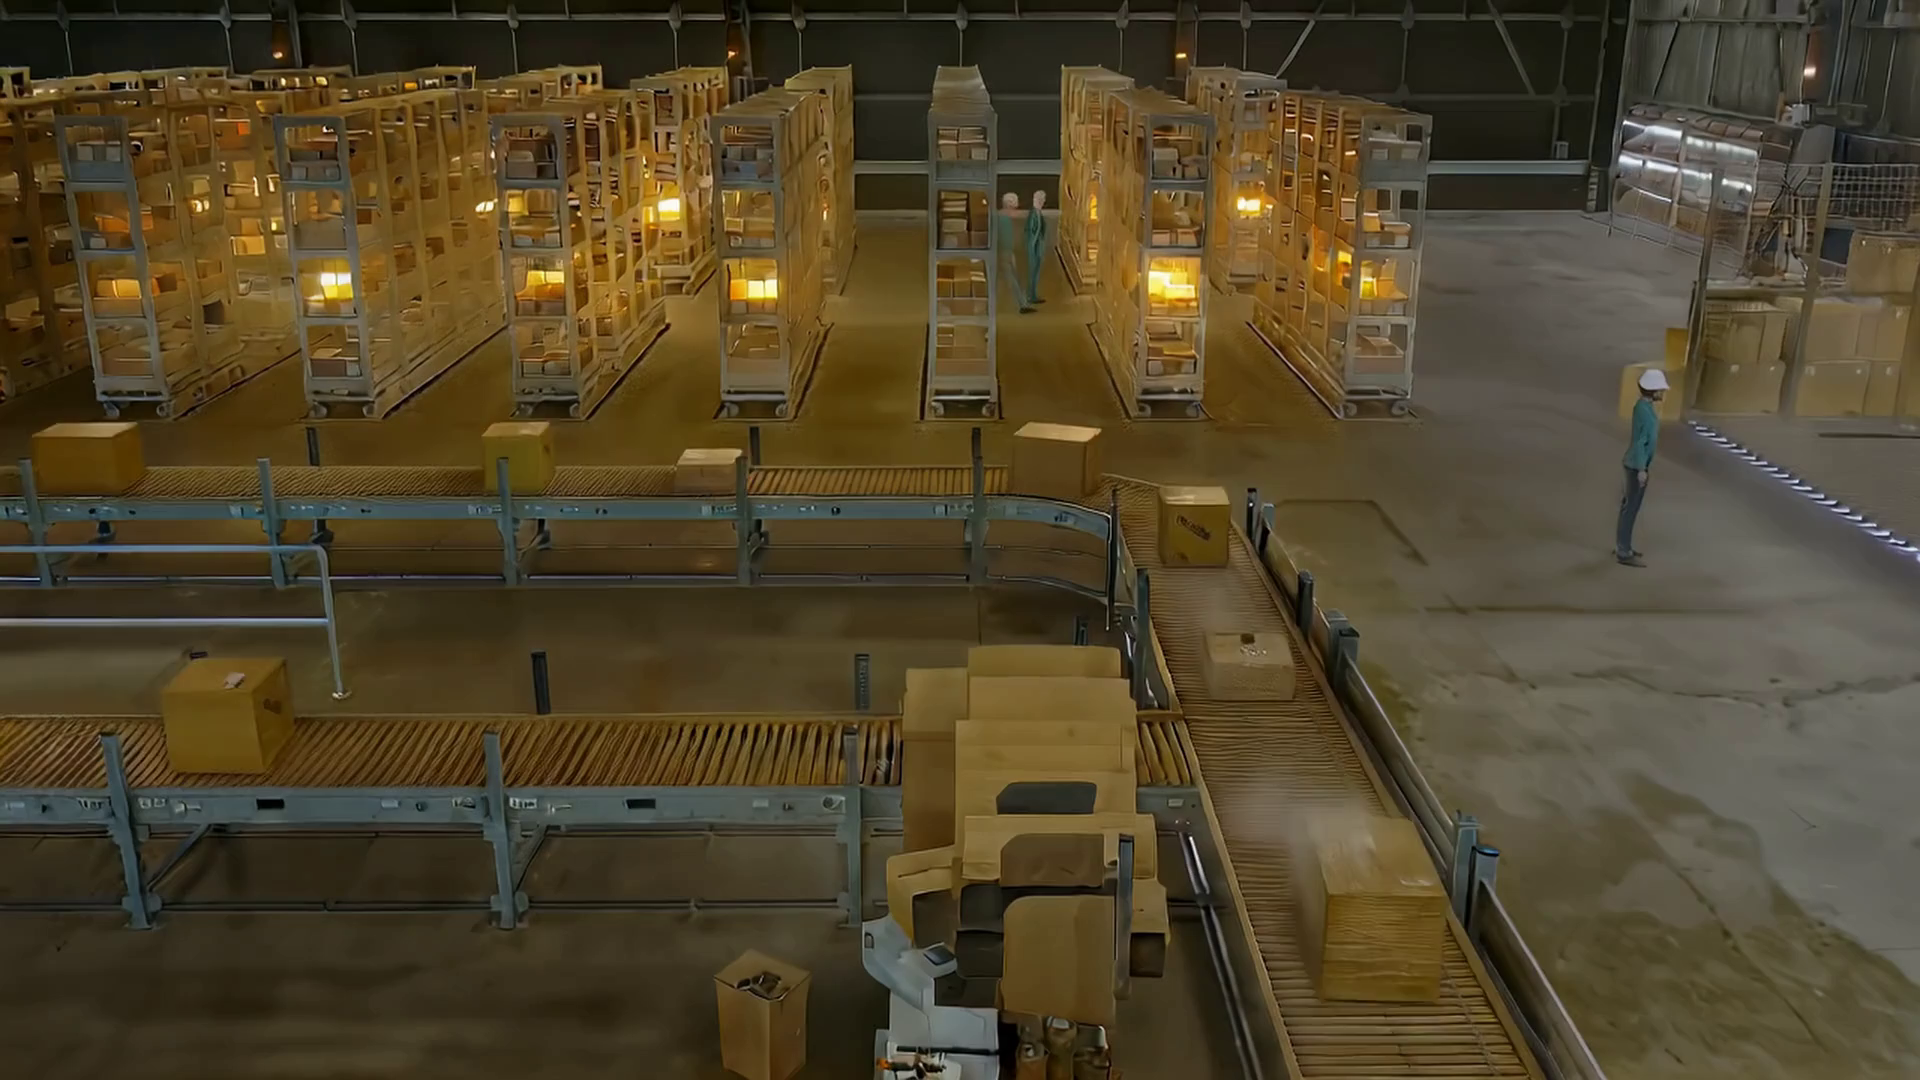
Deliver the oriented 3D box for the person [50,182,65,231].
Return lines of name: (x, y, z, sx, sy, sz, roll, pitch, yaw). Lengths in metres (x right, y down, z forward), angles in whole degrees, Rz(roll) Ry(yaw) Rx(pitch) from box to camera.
person: (-19.536, -7.545, 36.102, 0.842, 1.720, 0.569, 0, 18, 1)

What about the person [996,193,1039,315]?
person: (0.712, -4.540, 26.496, 1.044, 1.947, 0.607, 3, 18, 11)

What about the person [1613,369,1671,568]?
person: (6.054, -0.649, 14.779, 0.309, 1.769, 0.523, 5, 19, 16)

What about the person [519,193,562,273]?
person: (-6.466, -4.320, 25.675, 0.630, 2.030, 0.689, -1, 18, -3)

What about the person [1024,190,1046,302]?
person: (1.247, -4.909, 27.785, 0.375, 1.839, 0.563, 1, 18, 2)
